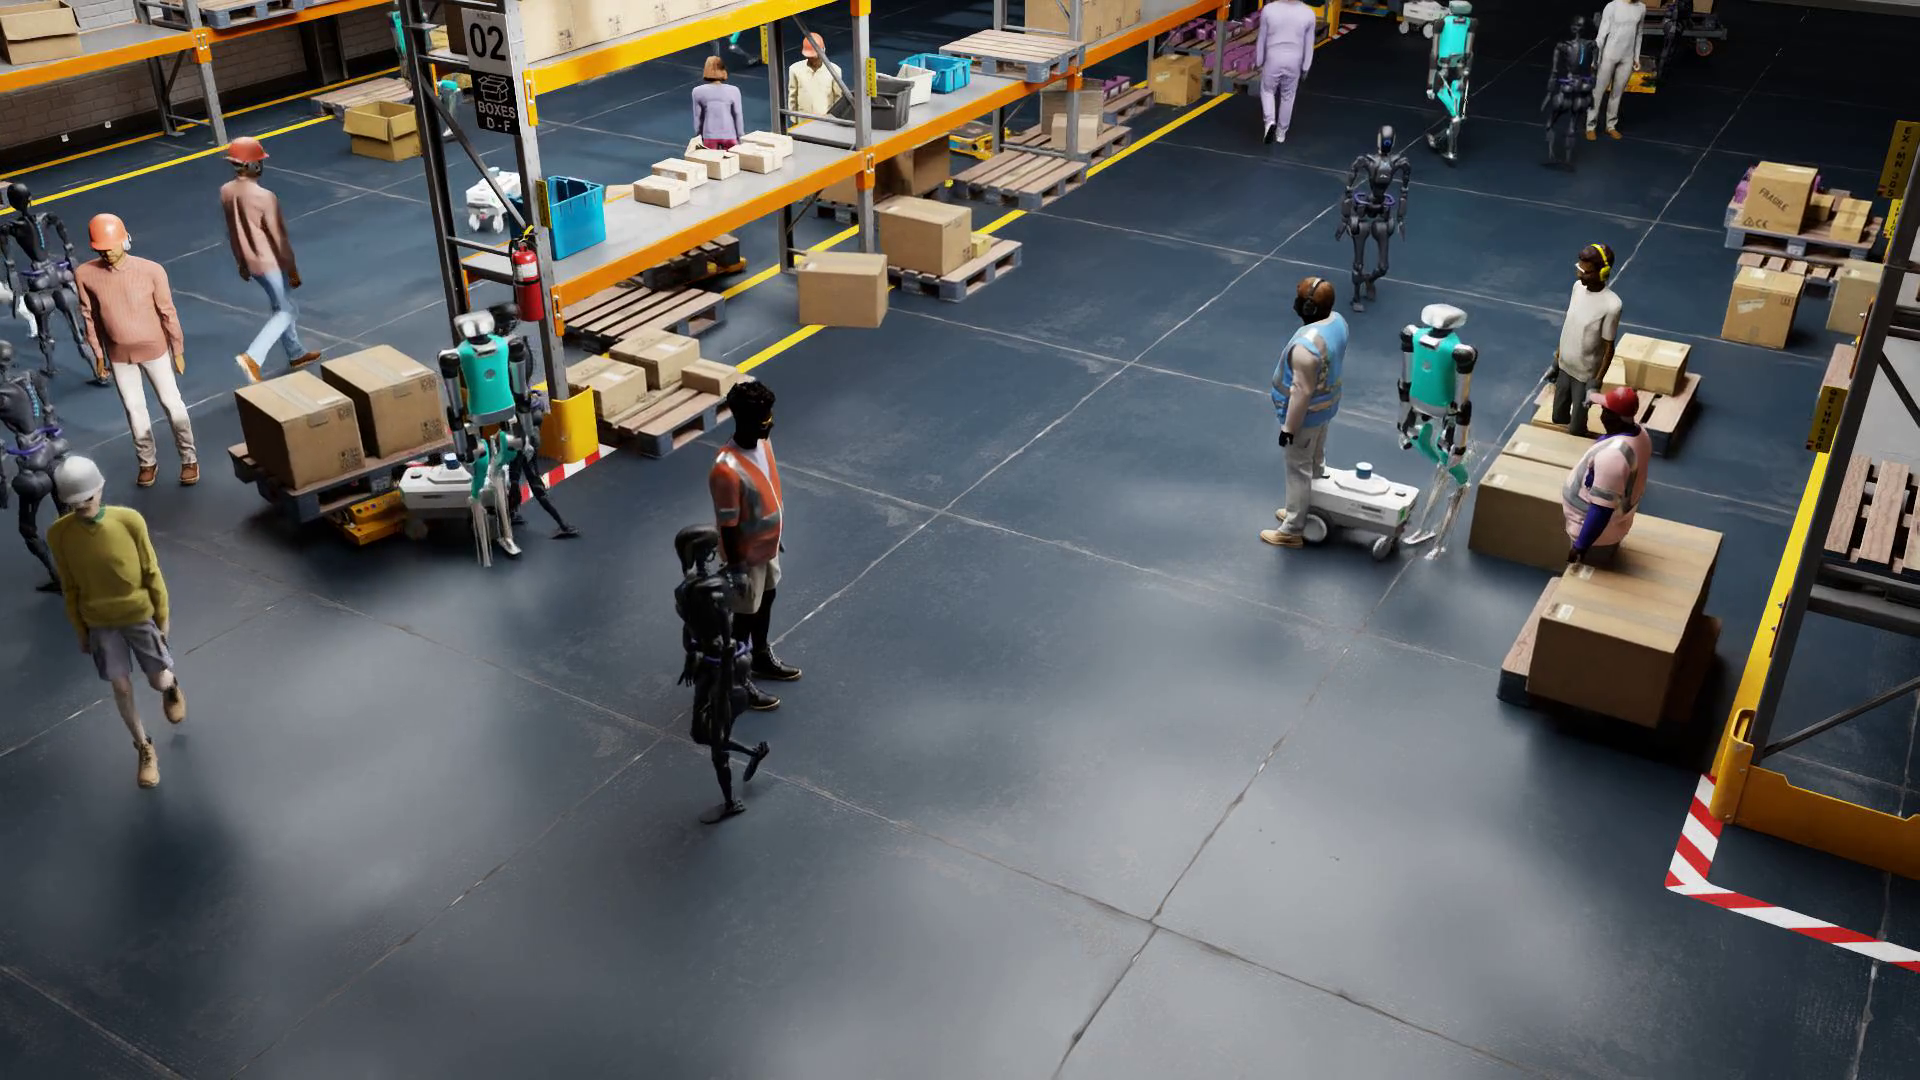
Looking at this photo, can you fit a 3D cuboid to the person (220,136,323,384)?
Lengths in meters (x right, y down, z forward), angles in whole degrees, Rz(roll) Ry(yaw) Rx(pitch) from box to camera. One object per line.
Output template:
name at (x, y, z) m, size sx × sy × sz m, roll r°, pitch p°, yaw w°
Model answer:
person at (-5.503, -2.172, 13.067) m, size 0.620 × 1.966 × 0.790 m, roll 18°, pitch 34°, yaw 29°

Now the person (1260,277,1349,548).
person at (2.228, -0.827, 10.808) m, size 0.431 × 1.845 × 0.618 m, roll 17°, pitch 34°, yaw 27°

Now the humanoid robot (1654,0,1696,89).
humanoid robot at (9.198, -6.651, 21.260) m, size 0.315 × 1.659 × 0.599 m, roll 25°, pitch 38°, yaw 37°

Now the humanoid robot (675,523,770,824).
humanoid robot at (-1.179, 0.662, 8.342) m, size 0.462 × 1.648 × 0.609 m, roll -15°, pitch 33°, yaw -25°

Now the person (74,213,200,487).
person at (-5.691, -1.305, 11.511) m, size 0.611 × 1.986 × 0.402 m, roll -5°, pitch 30°, yaw -8°

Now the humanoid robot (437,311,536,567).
humanoid robot at (-3.039, -0.655, 10.649) m, size 0.534 × 1.836 × 0.697 m, roll -18°, pitch 34°, yaw -29°

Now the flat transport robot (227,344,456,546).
flat transport robot at (-4.248, -0.383, 11.619) m, size 0.659 × 0.231 × 1.431 m, roll -26°, pitch 38°, yaw -38°

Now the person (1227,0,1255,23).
person at (4.174, -8.488, 24.371) m, size 0.511 × 1.838 × 0.367 m, roll -19°, pitch 35°, yaw -30°

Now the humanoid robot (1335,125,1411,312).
humanoid robot at (3.585, -2.830, 14.516) m, size 0.608 × 1.640 × 0.420 m, roll -1°, pitch 29°, yaw -2°

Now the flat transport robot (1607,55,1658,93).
flat transport robot at (8.739, -6.119, 21.767) m, size 0.659 × 0.231 × 1.431 m, roll 9°, pitch 31°, yaw 15°

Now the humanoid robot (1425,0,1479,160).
humanoid robot at (5.460, -4.994, 18.290) m, size 0.554 × 1.728 × 1.023 m, roll -8°, pitch 30°, yaw -14°

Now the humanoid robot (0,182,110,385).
humanoid robot at (-7.185, -1.996, 13.096) m, size 0.749 × 1.610 × 0.611 m, roll 18°, pitch 34°, yaw 29°

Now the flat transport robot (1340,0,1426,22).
flat transport robot at (6.387, -8.068, 25.213) m, size 1.431 × 0.231 × 0.659 m, roll 21°, pitch 36°, yaw 32°

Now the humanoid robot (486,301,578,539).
humanoid robot at (-2.889, -0.760, 10.890) m, size 0.610 × 1.643 × 0.617 m, roll -5°, pitch 30°, yaw -8°

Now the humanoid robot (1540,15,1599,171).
humanoid robot at (6.671, -4.866, 18.121) m, size 0.596 × 1.637 × 0.378 m, roll -5°, pitch 30°, yaw -9°

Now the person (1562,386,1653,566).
person at (3.651, -0.077, 9.568) m, size 0.419 × 1.755 × 0.612 m, roll 19°, pitch 35°, yaw 30°

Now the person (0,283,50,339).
person at (-8.188, -2.453, 13.641) m, size 0.905 × 1.888 × 0.594 m, roll -6°, pitch 30°, yaw -11°

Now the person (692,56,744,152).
person at (-2.407, -4.017, 16.666) m, size 0.498 × 1.629 × 0.288 m, roll 2°, pitch 30°, yaw 3°

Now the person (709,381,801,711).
person at (-1.142, 0.028, 9.179) m, size 0.364 × 1.957 × 0.602 m, roll 8°, pitch 31°, yaw 14°

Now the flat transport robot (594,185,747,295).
flat transport robot at (-2.729, -2.492, 15.349) m, size 0.659 × 0.231 × 1.431 m, roll 25°, pitch 38°, yaw 37°

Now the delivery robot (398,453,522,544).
delivery robot at (-3.339, -0.289, 11.181) m, size 0.797 × 0.613 × 0.499 m, roll -2°, pitch 30°, yaw -3°

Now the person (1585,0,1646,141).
person at (7.561, -5.564, 19.133) m, size 0.581 × 1.895 × 0.355 m, roll -5°, pitch 30°, yaw -8°

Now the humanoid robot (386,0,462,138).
humanoid robot at (-6.035, -5.312, 18.854) m, size 0.560 × 1.739 × 1.047 m, roll 12°, pitch 32°, yaw 20°

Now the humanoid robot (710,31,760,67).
humanoid robot at (-3.002, -6.944, 21.771) m, size 0.574 × 1.754 × 1.064 m, roll 19°, pitch 35°, yaw 31°

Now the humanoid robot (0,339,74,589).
humanoid robot at (-5.759, -0.480, 10.356) m, size 0.349 × 1.653 × 0.590 m, roll 5°, pitch 30°, yaw 8°

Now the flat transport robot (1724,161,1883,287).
flat transport robot at (7.975, -2.744, 15.795) m, size 0.659 × 0.231 × 1.431 m, roll 17°, pitch 34°, yaw 27°

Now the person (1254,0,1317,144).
person at (3.674, -5.419, 18.877) m, size 0.655 × 1.890 × 0.565 m, roll 3°, pitch 30°, yaw 6°

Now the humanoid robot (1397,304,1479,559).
humanoid robot at (3.143, -0.715, 10.716) m, size 0.750 × 1.776 × 0.530 m, roll -21°, pitch 36°, yaw -33°

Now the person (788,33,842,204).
person at (-1.481, -4.329, 17.099) m, size 0.562 × 1.741 × 0.335 m, roll -1°, pitch 29°, yaw -1°

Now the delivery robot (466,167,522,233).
delivery robot at (-4.653, -3.462, 16.761) m, size 0.499 × 0.582 × 0.773 m, roll 8°, pitch 30°, yaw 13°

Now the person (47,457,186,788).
person at (-4.378, 0.366, 8.675) m, size 0.484 × 1.874 × 0.592 m, roll -10°, pitch 31°, yaw -17°

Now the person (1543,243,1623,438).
person at (4.188, -1.123, 11.314) m, size 0.328 × 1.861 × 0.514 m, roll -9°, pitch 31°, yaw -15°

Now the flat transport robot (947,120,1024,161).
flat transport robot at (0.007, -4.646, 19.160) m, size 1.431 × 0.231 × 0.659 m, roll 22°, pitch 36°, yaw 34°

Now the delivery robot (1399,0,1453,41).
delivery robot at (6.740, -7.544, 23.989) m, size 0.499 × 0.587 × 0.771 m, roll -21°, pitch 36°, yaw -33°

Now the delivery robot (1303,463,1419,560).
delivery robot at (2.624, -0.229, 11.064) m, size 0.774 × 0.603 × 0.510 m, roll 16°, pitch 33°, yaw 25°
